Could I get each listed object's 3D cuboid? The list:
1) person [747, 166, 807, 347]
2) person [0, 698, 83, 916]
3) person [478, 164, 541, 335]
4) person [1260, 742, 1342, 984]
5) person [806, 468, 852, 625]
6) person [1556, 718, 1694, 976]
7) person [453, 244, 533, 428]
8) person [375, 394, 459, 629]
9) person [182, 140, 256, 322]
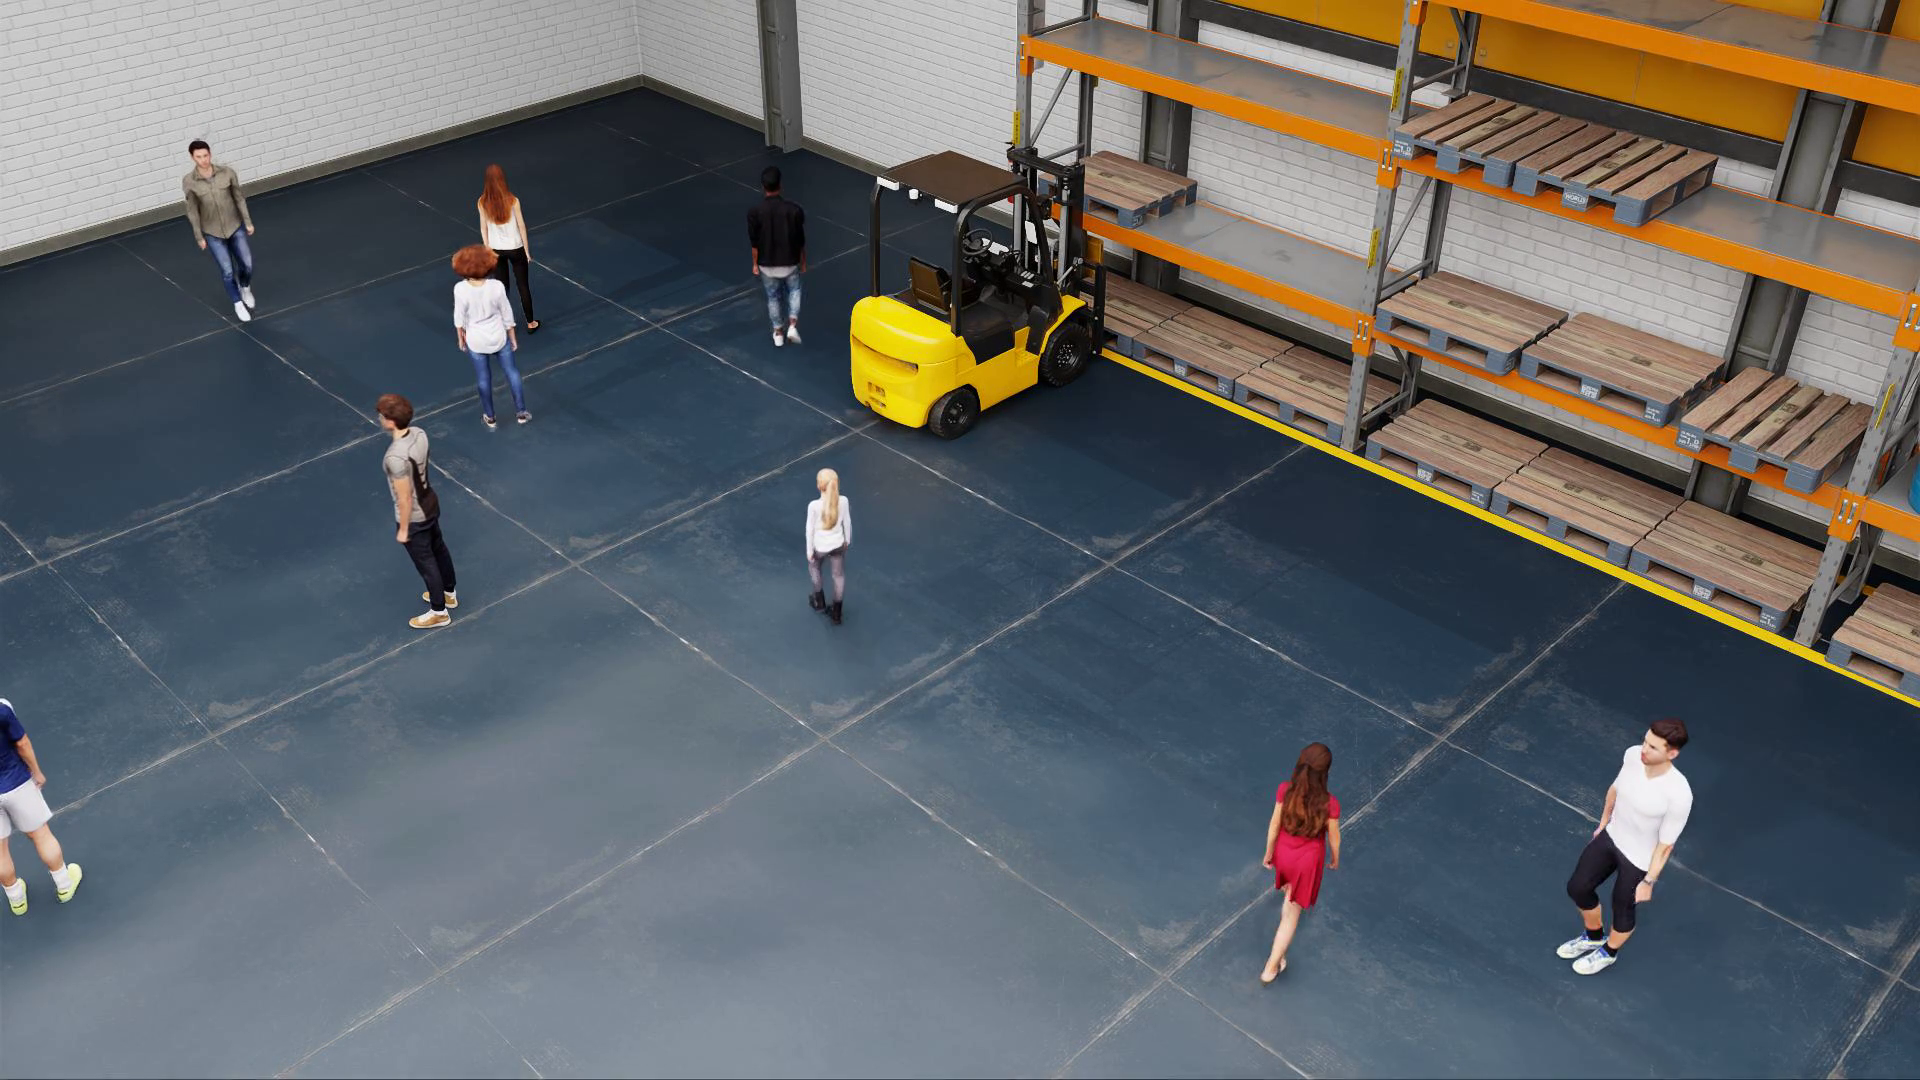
[{"bbox_3d":[-1.734,-2.631,15.813,0.911,1.797,0.974,-2,34,-4],"label":"person"},{"bbox_3d":[-5.619,1.423,9.675,0.707,1.839,0.681,-13,36,-19],"label":"person"},{"bbox_3d":[-4.398,-2.812,16.154,0.642,1.721,0.696,-1,34,-2],"label":"person"},{"bbox_3d":[1.887,1.835,9.356,1.078,1.506,0.844,16,37,22],"label":"person"},{"bbox_3d":[-0.950,0.072,12.223,0.631,1.269,0.701,-11,35,-16],"label":"person"},{"bbox_3d":[3.803,1.697,9.260,0.844,1.843,0.713,-12,35,-17],"label":"person"},{"bbox_3d":[-4.130,-1.772,14.597,0.814,1.712,0.840,-10,35,-14],"label":"person"},{"bbox_3d":[-3.947,-0.220,12.099,0.770,1.893,0.730,3,34,5],"label":"person"},{"bbox_3d":[-7.308,-3.098,16.467,0.797,1.851,0.792,-20,39,-27],"label":"person"}]
